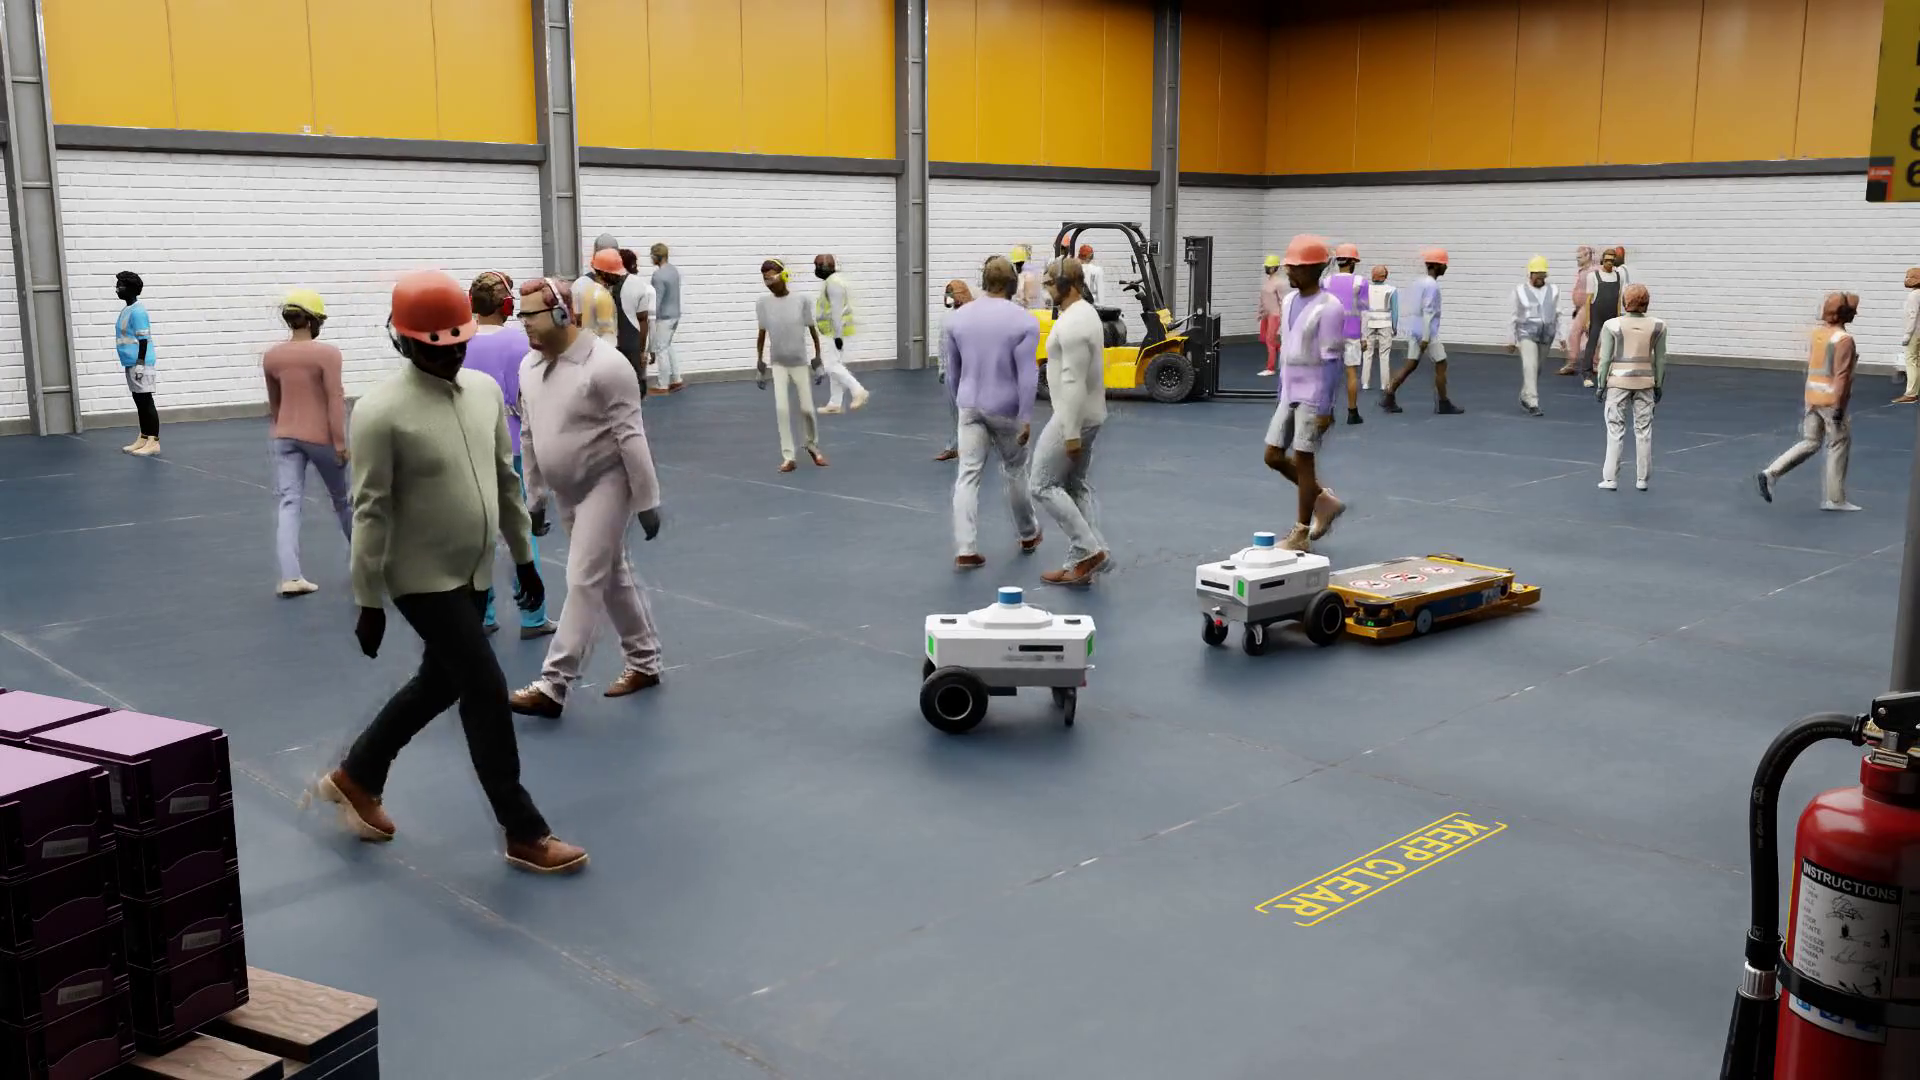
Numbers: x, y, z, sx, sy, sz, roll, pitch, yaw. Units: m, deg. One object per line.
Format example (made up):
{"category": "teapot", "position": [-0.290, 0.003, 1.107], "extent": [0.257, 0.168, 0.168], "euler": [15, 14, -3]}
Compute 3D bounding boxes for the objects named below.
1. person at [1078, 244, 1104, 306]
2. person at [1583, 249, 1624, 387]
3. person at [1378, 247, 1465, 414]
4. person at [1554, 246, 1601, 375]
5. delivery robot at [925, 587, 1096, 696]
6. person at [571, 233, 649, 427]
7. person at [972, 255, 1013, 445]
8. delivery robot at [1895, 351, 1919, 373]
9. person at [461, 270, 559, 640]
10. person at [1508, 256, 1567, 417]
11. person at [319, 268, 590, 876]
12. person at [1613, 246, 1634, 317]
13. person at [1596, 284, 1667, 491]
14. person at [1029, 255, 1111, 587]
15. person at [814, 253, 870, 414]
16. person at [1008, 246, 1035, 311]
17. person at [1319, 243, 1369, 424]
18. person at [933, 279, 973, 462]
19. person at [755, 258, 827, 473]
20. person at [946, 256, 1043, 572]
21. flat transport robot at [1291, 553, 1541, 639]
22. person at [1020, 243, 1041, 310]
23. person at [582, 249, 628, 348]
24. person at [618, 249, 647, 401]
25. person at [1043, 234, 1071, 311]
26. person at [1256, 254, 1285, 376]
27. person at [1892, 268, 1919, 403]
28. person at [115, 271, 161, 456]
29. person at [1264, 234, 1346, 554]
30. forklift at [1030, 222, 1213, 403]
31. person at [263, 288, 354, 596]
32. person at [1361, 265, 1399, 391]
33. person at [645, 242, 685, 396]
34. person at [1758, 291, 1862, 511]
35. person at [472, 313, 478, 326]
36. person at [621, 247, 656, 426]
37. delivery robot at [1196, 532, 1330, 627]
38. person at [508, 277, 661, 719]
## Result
{"category": "person", "position": [1.864, -3.420, 24.627], "extent": [0.575, 1.883, 0.355], "euler": [4, 11, 22]}
{"category": "person", "position": [8.594, -2.956, 22.205], "extent": [0.506, 1.842, 0.342], "euler": [-1, 10, -5]}
{"category": "person", "position": [5.236, -2.364, 18.849], "extent": [0.942, 1.899, 0.548], "euler": [0, 10, -1]}
{"category": "person", "position": [9.006, -3.309, 24.100], "extent": [0.801, 1.864, 0.771], "euler": [4, 11, 20]}
{"category": "delivery robot", "position": [0.212, 0.440, 6.944], "extent": [0.707, 0.478, 0.477], "euler": [0, 10, 1]}
{"category": "person", "position": [-3.122, -1.700, 14.812], "extent": [0.675, 2.000, 0.537], "euler": [-4, 11, -20]}
{"category": "person", "position": [0.416, -1.836, 16.145], "extent": [0.841, 1.831, 0.517], "euler": [-8, 13, -37]}
{"category": "delivery robot", "position": [13.111, -2.428, 22.582], "extent": [0.707, 0.478, 0.477], "euler": [7, 13, 35]}
{"category": "person", "position": [-2.308, -0.409, 8.301], "extent": [0.563, 1.847, 0.389], "euler": [1, 10, 7]}
{"category": "person", "position": [6.536, -2.322, 18.905], "extent": [0.592, 1.797, 0.914], "euler": [-1, 10, -4]}
{"category": "person", "position": [-1.696, 0.099, 5.310], "extent": [0.988, 1.933, 0.651], "euler": [3, 11, 18]}
{"category": "person", "position": [9.608, -3.361, 24.376], "extent": [0.762, 1.852, 0.596], "euler": [8, 13, 39]}
{"category": "person", "position": [5.312, -1.200, 13.184], "extent": [0.523, 1.639, 0.309], "euler": [1, 10, 5]}
{"category": "person", "position": [0.614, -0.659, 9.502], "extent": [0.438, 1.913, 0.626], "euler": [3, 11, 14]}
{"category": "person", "position": [-1.379, -2.326, 18.821], "extent": [0.510, 1.821, 0.642], "euler": [-1, 10, -3]}
{"category": "person", "position": [0.823, -2.916, 21.879], "extent": [0.828, 1.889, 0.604], "euler": [-6, 12, -28]}
{"category": "person", "position": [4.124, -2.208, 17.882], "extent": [0.542, 1.931, 0.376], "euler": [5, 12, 26]}
{"category": "person", "position": [-0.009, -1.498, 14.821], "extent": [0.280, 1.632, 0.501], "euler": [-10, 15, -44]}
{"category": "person", "position": [-1.459, -1.500, 14.330], "extent": [0.586, 1.832, 0.642], "euler": [1, 10, 6]}
{"category": "person", "position": [0.220, -0.790, 10.264], "extent": [0.643, 1.883, 0.996], "euler": [4, 11, 20]}
{"category": "flat transport robot", "position": [2.400, 0.280, 8.845], "extent": [1.431, 0.197, 0.652], "euler": [-8, 13, -38]}
{"category": "person", "position": [0.963, -3.636, 25.750], "extent": [0.679, 1.896, 0.497], "euler": [9, 14, 42]}
{"category": "person", "position": [-3.134, -1.585, 14.609], "extent": [0.378, 1.895, 0.660], "euler": [-5, 12, -27]}
{"category": "person", "position": [-3.237, -1.823, 15.883], "extent": [0.601, 1.887, 0.736], "euler": [-4, 11, -23]}
{"category": "person", "position": [1.531, -3.562, 24.977], "extent": [0.616, 2.036, 0.400], "euler": [9, 14, 41]}
{"category": "person", "position": [4.549, -3.242, 23.993], "extent": [0.535, 1.749, 0.536], "euler": [-4, 11, -19]}
{"category": "person", "position": [11.547, -2.479, 20.174], "extent": [0.265, 1.632, 0.507], "euler": [9, 14, 40]}
{"category": "person", "position": [-7.604, -1.627, 15.356], "extent": [0.319, 1.696, 0.532], "euler": [-8, 13, -38]}
{"category": "person", "position": [2.205, -0.906, 10.511], "extent": [0.522, 2.030, 0.638], "euler": [-4, 11, -19]}
{"category": "forklift", "position": [1.935, -2.847, 20.651], "extent": [2.313, 2.155, 1.214], "euler": [2, 11, 13]}
{"category": "person", "position": [-3.685, -0.575, 9.552], "extent": [0.538, 1.706, 0.912], "euler": [2, 11, 12]}
{"category": "person", "position": [5.453, -2.763, 21.700], "extent": [0.514, 1.643, 0.307], "euler": [5, 12, 27]}
{"category": "person", "position": [-3.752, -2.775, 20.974], "extent": [0.454, 1.930, 0.668], "euler": [2, 11, 9]}
{"category": "person", "position": [6.291, -1.012, 12.193], "extent": [0.652, 1.623, 0.516], "euler": [0, 10, -2]}
{"category": "person", "position": [-2.909, -0.523, 9.559], "extent": [0.468, 1.604, 0.515], "euler": [-7, 13, -34]}
{"category": "person", "position": [-3.302, -1.973, 16.697], "extent": [0.546, 1.911, 0.832], "euler": [-4, 11, -21]}
{"category": "delivery robot", "position": [1.496, 0.206, 8.219], "extent": [0.707, 0.478, 0.477], "euler": [-8, 13, -38]}
{"category": "person", "position": [-1.642, -0.176, 7.063], "extent": [0.675, 1.844, 0.945], "euler": [9, 14, 42]}
